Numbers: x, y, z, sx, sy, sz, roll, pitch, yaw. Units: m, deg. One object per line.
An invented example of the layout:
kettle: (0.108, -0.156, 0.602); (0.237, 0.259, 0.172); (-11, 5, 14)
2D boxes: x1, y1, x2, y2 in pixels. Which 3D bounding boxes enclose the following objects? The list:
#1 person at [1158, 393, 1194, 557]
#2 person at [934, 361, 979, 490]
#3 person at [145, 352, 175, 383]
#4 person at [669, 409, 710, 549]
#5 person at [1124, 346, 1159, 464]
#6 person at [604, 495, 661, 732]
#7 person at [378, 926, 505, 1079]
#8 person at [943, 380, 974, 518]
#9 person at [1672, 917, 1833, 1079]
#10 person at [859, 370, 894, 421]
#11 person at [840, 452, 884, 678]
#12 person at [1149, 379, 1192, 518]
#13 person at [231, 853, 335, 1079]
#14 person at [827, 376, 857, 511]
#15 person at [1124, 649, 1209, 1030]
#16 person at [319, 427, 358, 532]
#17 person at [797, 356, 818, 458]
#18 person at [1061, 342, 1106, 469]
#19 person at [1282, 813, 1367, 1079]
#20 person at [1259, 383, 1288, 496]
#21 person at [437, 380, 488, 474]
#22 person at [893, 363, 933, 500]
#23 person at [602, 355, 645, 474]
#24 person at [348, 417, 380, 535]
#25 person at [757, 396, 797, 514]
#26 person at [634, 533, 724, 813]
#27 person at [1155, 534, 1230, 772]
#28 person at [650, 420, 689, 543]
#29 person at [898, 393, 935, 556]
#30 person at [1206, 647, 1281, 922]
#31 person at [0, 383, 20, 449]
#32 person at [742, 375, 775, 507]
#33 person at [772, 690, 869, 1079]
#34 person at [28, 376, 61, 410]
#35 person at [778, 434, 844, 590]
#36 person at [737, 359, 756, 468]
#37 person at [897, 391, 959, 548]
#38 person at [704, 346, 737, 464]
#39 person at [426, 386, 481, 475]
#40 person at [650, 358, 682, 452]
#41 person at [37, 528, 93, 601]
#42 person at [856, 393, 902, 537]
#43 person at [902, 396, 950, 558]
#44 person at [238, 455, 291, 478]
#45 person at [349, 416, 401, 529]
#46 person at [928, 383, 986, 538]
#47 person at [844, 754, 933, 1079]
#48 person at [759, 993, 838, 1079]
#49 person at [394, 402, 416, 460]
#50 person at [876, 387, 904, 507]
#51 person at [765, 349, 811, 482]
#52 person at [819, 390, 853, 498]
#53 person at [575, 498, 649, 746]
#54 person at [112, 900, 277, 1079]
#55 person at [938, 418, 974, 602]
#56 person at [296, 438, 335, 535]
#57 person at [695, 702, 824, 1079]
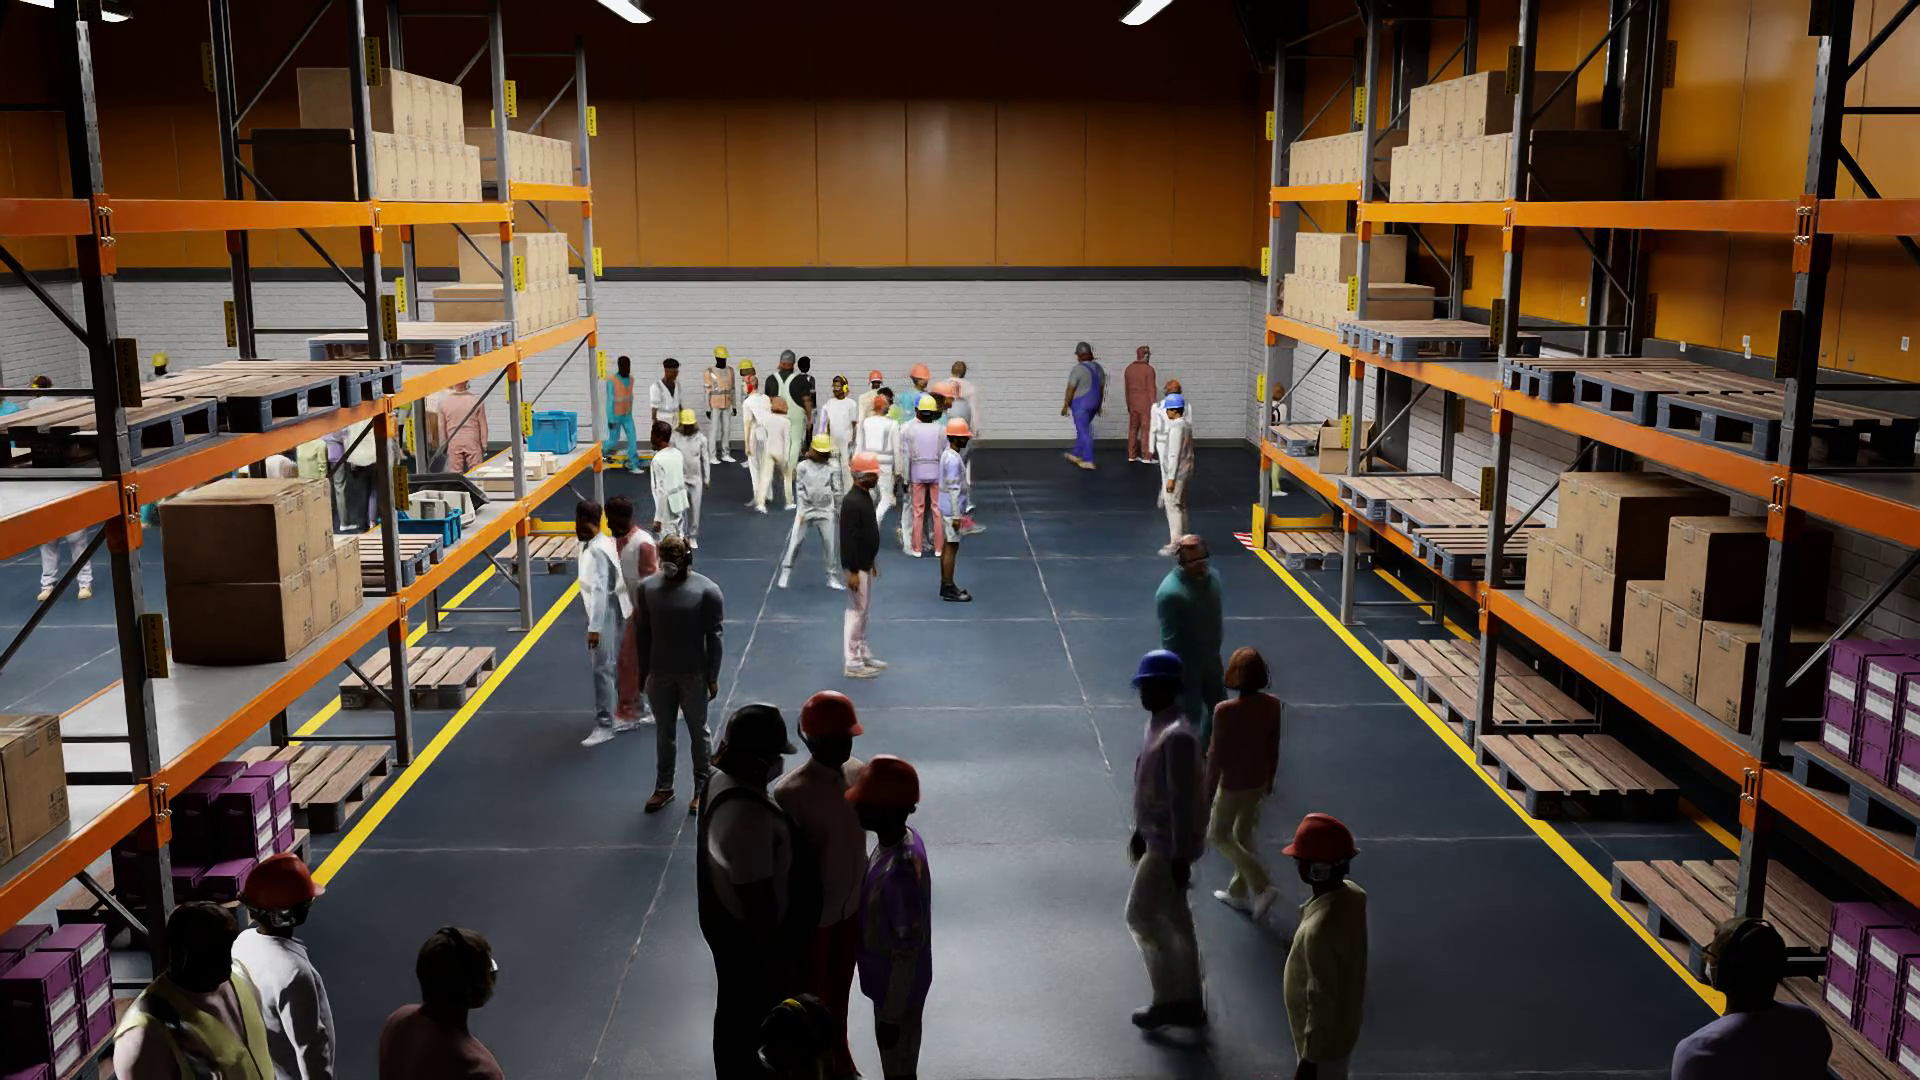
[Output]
person: (2.577, -0.779, 19.817); (0.419, 1.933, 0.619); (4, 12, 19)
person: (-0.070, -1.678, 24.410); (0.702, 1.910, 0.421); (1, 11, 3)
person: (-12.533, -2.071, 26.417); (0.611, 1.887, 0.844); (1, 11, 6)
person: (-3.257, -0.722, 20.045); (0.504, 1.719, 0.579); (-3, 12, -15)
person: (2.965, -2.195, 26.974); (0.404, 1.911, 0.636); (-9, 14, -38)
person: (-2.641, 0.574, 13.136); (0.810, 1.880, 0.607); (-7, 13, -30)
person: (-1.591, 2.136, 5.221); (0.378, 1.929, 0.627); (-10, 15, -42)
person: (-0.072, -1.159, 21.844); (0.423, 1.885, 0.709); (3, 12, 15)
person: (2.439, 2.113, 5.292); (0.632, 1.940, 0.372); (-6, 13, -29)
person: (-1.235, -1.632, 24.533); (0.563, 1.753, 0.327); (-4, 12, -19)
person: (-0.866, 0.207, 14.714); (0.402, 1.990, 0.621); (2, 11, 8)
person: (2.830, -1.263, 22.480); (0.582, 1.852, 0.908); (-2, 11, -10)
person: (-2.501, 2.015, 6.250); (0.562, 1.752, 0.324); (10, 15, 41)
person: (-1.630, -1.302, 22.592); (0.510, 1.872, 0.328); (7, 13, 32)
person: (1.050, 1.520, 8.396); (0.457, 1.892, 0.697); (1, 11, 6)
person: (-8.029, -1.058, 21.224); (0.587, 1.928, 0.362); (1, 11, 4)
person: (-2.557, -2.176, 27.411); (0.532, 1.696, 0.319); (8, 14, 35)
person: (1.875, -2.188, 26.603); (0.948, 2.000, 0.691); (10, 15, 41)
person: (1.431, 1.935, 6.653); (0.342, 1.749, 0.573); (5, 12, 24)
person: (4.511, -1.446, 23.908); (0.268, 1.631, 0.507); (-8, 14, -36)
person: (-6.687, -1.295, 22.466); (0.644, 1.908, 0.408); (-1, 11, -7)
person: (-0.650, -1.433, 22.878); (0.721, 2.022, 0.606); (6, 13, 27)
person: (-5.348, -1.966, 25.962); (0.895, 1.872, 0.632); (7, 13, 33)
person: (-7.449, -1.002, 20.899); (0.652, 1.944, 0.567); (6, 13, 28)
person: (-2.502, -1.148, 22.557); (0.500, 1.598, 0.840); (6, 13, 27)
person: (-1.917, 0.905, 11.352); (0.632, 1.940, 0.372); (2, 12, 11)
person: (1.668, 0.862, 11.753); (0.402, 1.876, 0.698); (11, 15, 43)
person: (-3.052, -0.297, 17.429); (0.397, 1.919, 0.590); (2, 11, 10)
person: (-0.470, -0.794, 19.855); (0.403, 1.944, 0.605); (11, 16, 43)
person: (1.656, 1.418, 9.589); (0.521, 1.617, 0.529); (-8, 14, -36)
person: (-13.336, -1.341, 23.126); (0.553, 1.737, 0.371); (-7, 13, -31)
person: (-2.798, -1.364, 22.999); (0.403, 1.830, 0.580); (6, 13, 28)
person: (-0.592, 1.641, 7.514); (0.378, 1.996, 0.611); (8, 14, 34)
person: (-12.459, -1.294, 22.658); (0.411, 1.844, 0.620); (6, 13, 28)
person: (-1.624, -0.302, 17.976); (0.713, 1.712, 0.515); (-5, 12, -22)
person: (-3.387, -2.025, 26.563); (0.321, 1.737, 0.486); (-2, 12, -12)
person: (-0.359, -0.815, 19.956); (0.694, 1.948, 0.631); (-7, 13, -33)
person: (-3.861, -2.182, 26.894); (0.411, 1.917, 0.586); (11, 16, 43)
person: (-7.043, -1.533, 23.317); (1.005, 2.000, 0.696); (6, 13, 29)
person: (-4.329, -1.729, 24.547); (0.441, 1.934, 0.684); (10, 15, 42)
person: (-9.491, -0.373, 17.501); (0.684, 2.000, 0.538); (-2, 12, -11)
person: (-1.034, -0.867, 20.424); (0.602, 1.862, 0.587); (6, 13, 27)
person: (-0.387, -0.740, 19.629); (0.594, 1.926, 0.366); (0, 11, -2)
person: (-7.201, -0.236, 17.342); (0.382, 1.835, 0.564); (9, 14, 38)
person: (-7.370, -0.977, 20.988); (0.616, 1.866, 0.830); (-4, 12, -21)
person: (-0.143, -0.984, 20.806); (0.887, 1.952, 0.617); (1, 11, 4)
person: (-0.290, 1.807, 6.818); (0.351, 1.942, 0.545); (-1, 11, -6)
person: (-0.446, 2.219, 4.952); (0.328, 1.865, 0.521); (-8, 14, -36)
person: (-9.132, -2.177, 27.409); (0.318, 1.700, 0.535); (7, 13, 32)
person: (-0.876, -1.294, 23.064); (0.650, 1.670, 0.317); (-8, 14, -33)
person: (-2.598, -1.913, 25.223); (0.691, 2.000, 0.912); (2, 11, 11)
person: (-1.754, -1.394, 23.689); (0.552, 1.611, 0.377); (-9, 15, -39)
person: (-2.701, 0.618, 12.903); (0.624, 1.903, 0.796); (-6, 13, -26)
person: (-2.523, 2.097, 5.636); (0.430, 1.838, 0.619); (1, 11, 6)
person: (-0.043, -0.325, 17.523); (0.379, 1.937, 0.547); (-1, 11, -6)
person: (-7.573, -0.619, 19.452); (0.519, 1.760, 0.330); (7, 13, 31)
person: (-0.859, 1.677, 7.220); (0.536, 2.000, 0.672); (-5, 12, -22)
